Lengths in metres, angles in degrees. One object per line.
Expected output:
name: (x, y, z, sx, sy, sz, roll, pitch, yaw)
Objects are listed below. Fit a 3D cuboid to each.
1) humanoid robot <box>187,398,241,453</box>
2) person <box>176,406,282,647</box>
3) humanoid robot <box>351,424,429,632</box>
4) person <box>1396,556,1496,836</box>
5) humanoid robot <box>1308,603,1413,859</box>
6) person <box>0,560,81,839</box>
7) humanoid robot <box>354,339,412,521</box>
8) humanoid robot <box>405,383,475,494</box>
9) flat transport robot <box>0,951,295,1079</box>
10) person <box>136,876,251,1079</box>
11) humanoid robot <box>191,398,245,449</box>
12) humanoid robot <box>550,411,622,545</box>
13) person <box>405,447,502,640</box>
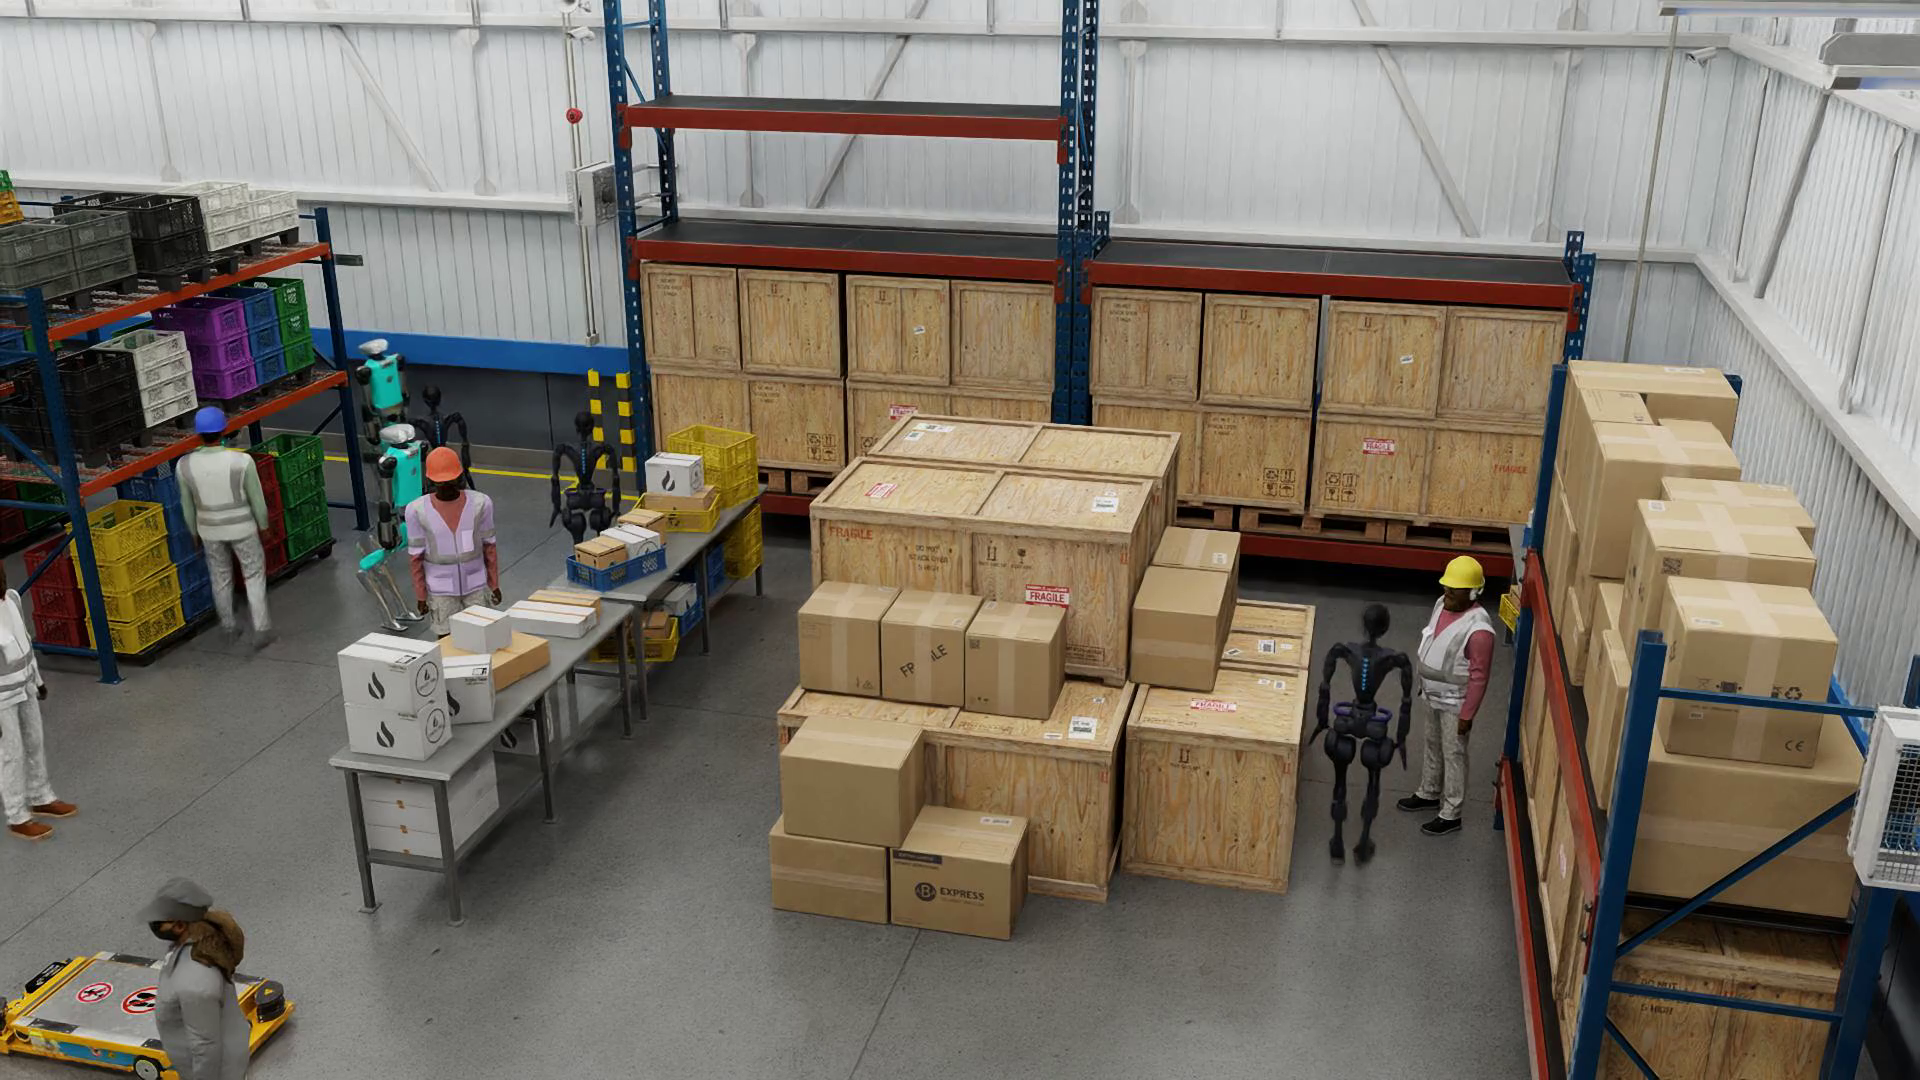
humanoid robot: (-7.102, -1.013, 15.737, 0.776, 1.840, 0.556, -16, 26, -35)
person: (-5.686, -0.094, 12.943, 0.611, 1.946, 0.396, -3, 21, -7)
humanoid robot: (-4.550, -0.111, 13.165, 0.747, 1.701, 0.530, 7, 22, 17)
person: (3.034, 0.953, 10.358, 0.404, 1.835, 0.597, -5, 21, -12)
humanoid robot: (2.400, 1.166, 10.029, 0.599, 1.646, 0.357, 8, 22, 20)
person: (-5.868, 0.964, 10.276, 0.370, 1.879, 0.583, 1, 21, 2)
humanoid robot: (-5.588, -1.075, 15.801, 0.815, 1.769, 0.581, 12, 24, 29)
humanoid robot: (-4.564, -0.573, 14.574, 0.583, 1.653, 0.338, -11, 23, -26)
flat transport robot: (-4.270, 2.464, 8.601, 1.431, 0.231, 0.659, 5, 22, 13)
person: (-3.201, 2.216, 7.146, 0.398, 1.768, 0.560, -8, 22, -21)
humanoid robot: (-7.222, -1.254, 16.205, 0.676, 1.756, 0.545, 0, 21, 1)
humanoid robot: (-3.126, -0.280, 13.889, 0.612, 1.618, 0.797, -4, 21, -10)
person: (-3.540, 0.318, 11.733, 0.606, 2.043, 0.375, -10, 23, -25)
